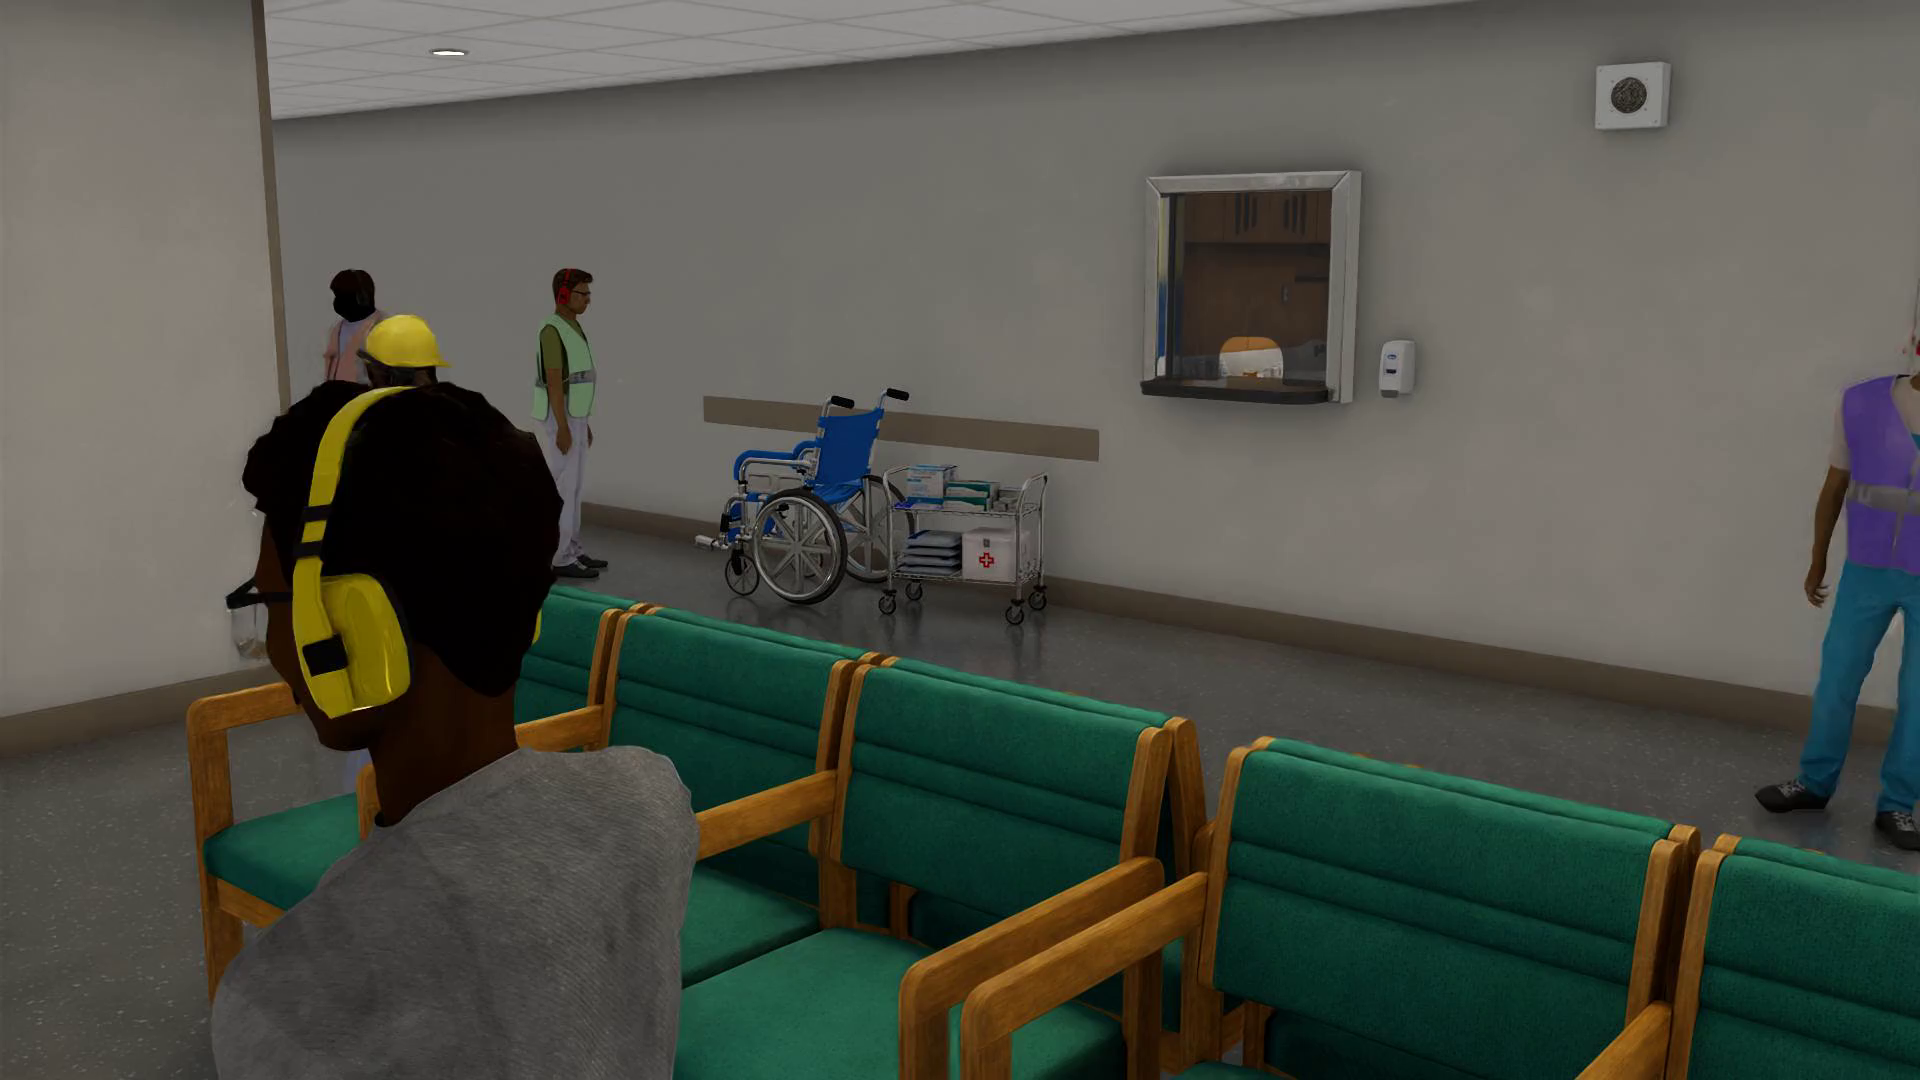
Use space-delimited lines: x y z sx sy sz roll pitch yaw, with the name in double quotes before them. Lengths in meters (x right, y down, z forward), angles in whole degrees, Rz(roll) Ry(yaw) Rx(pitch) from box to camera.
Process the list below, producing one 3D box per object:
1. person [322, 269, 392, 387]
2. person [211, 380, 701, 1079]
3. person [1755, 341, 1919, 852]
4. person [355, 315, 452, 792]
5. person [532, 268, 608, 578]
"person" -3.497 -0.665 9.783 0.637 1.837 0.429 7 12 33
"person" -0.393 0.802 1.357 0.328 1.865 0.508 3 10 18
"person" 3.069 0.119 5.419 0.658 1.802 0.454 8 13 38
"person" -1.704 0.153 5.386 0.685 1.742 0.539 -7 12 -35
"person" -2.353 -0.701 9.977 0.390 1.840 0.563 0 10 -1
